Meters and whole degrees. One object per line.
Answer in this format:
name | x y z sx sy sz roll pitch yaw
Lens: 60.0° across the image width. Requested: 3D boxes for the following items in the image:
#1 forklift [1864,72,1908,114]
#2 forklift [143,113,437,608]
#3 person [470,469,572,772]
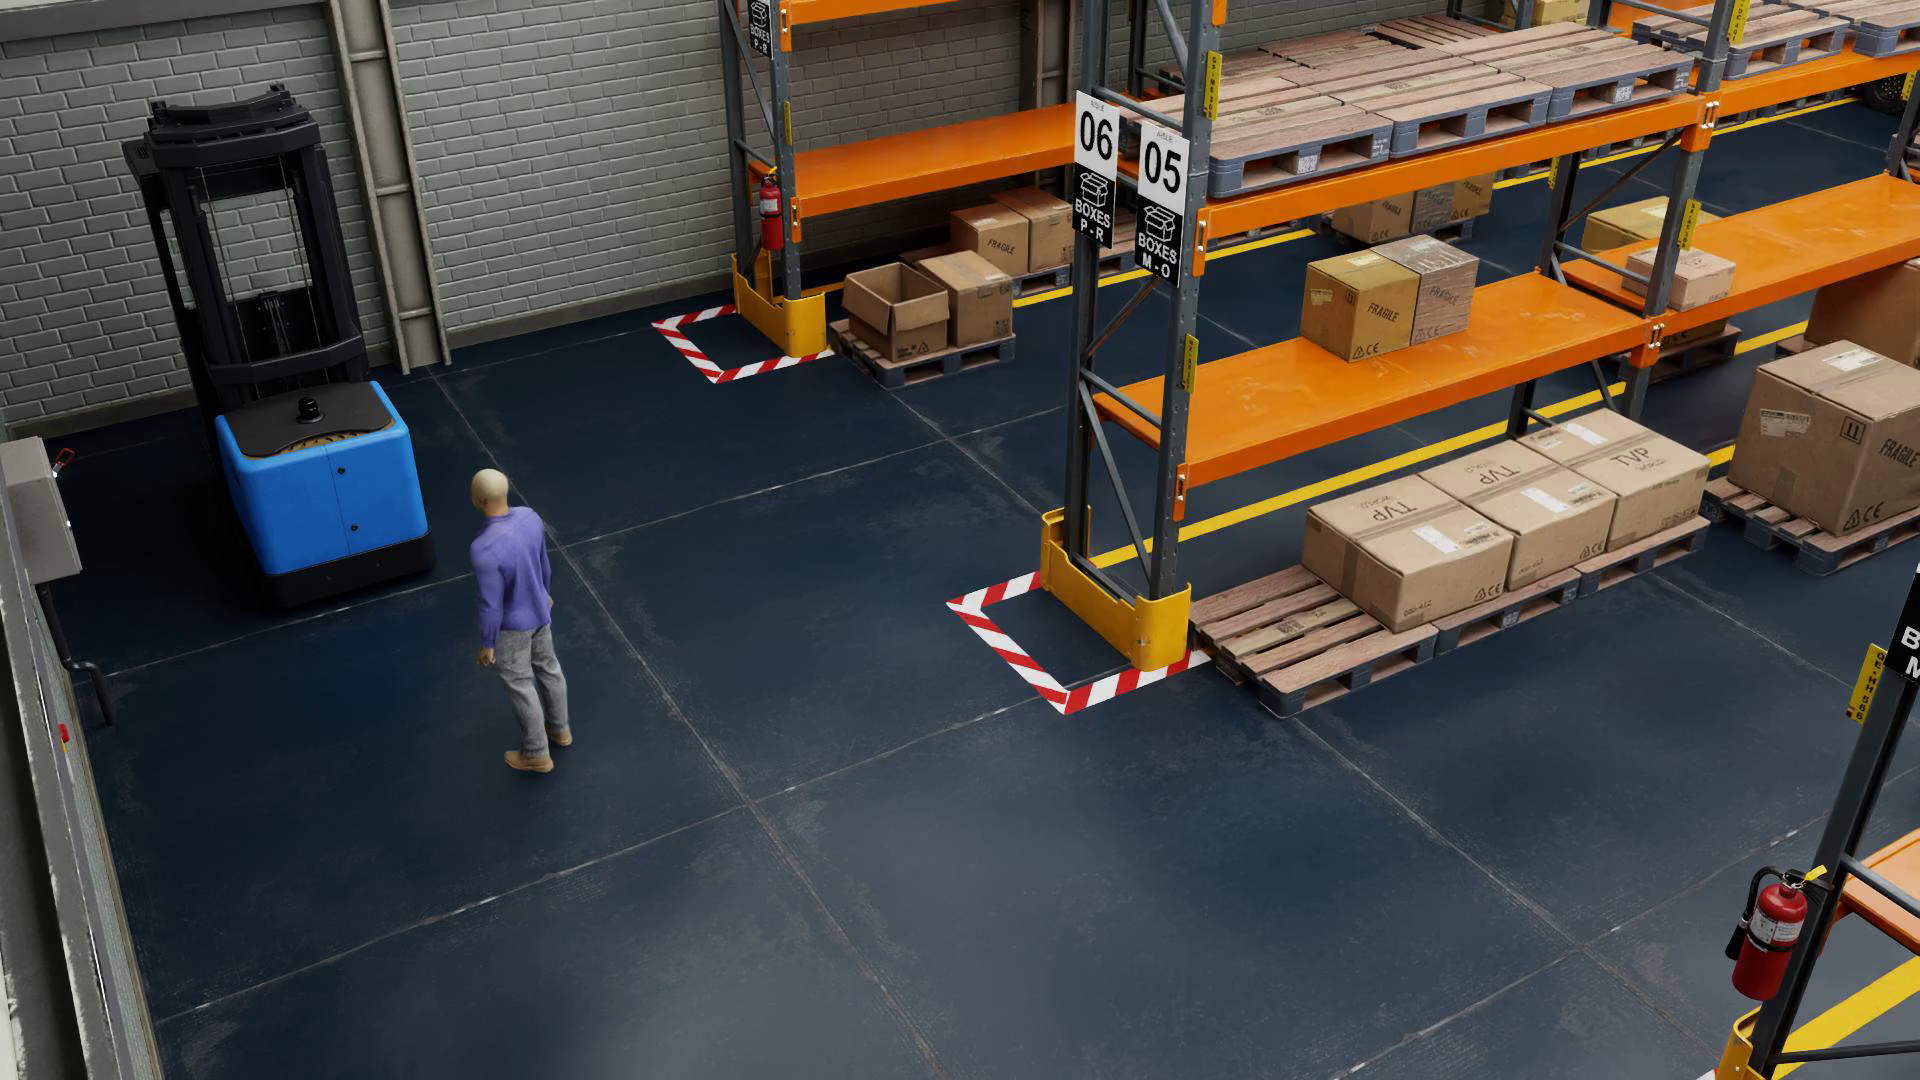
forklift | 11.468 -5.645 18.244 1.214 2.155 2.313 -17 36 -26
forklift | -4.289 -1.259 10.509 1.129 2.768 1.873 -17 36 -26
person | -2.318 0.430 8.793 0.379 1.798 0.604 12 34 19
